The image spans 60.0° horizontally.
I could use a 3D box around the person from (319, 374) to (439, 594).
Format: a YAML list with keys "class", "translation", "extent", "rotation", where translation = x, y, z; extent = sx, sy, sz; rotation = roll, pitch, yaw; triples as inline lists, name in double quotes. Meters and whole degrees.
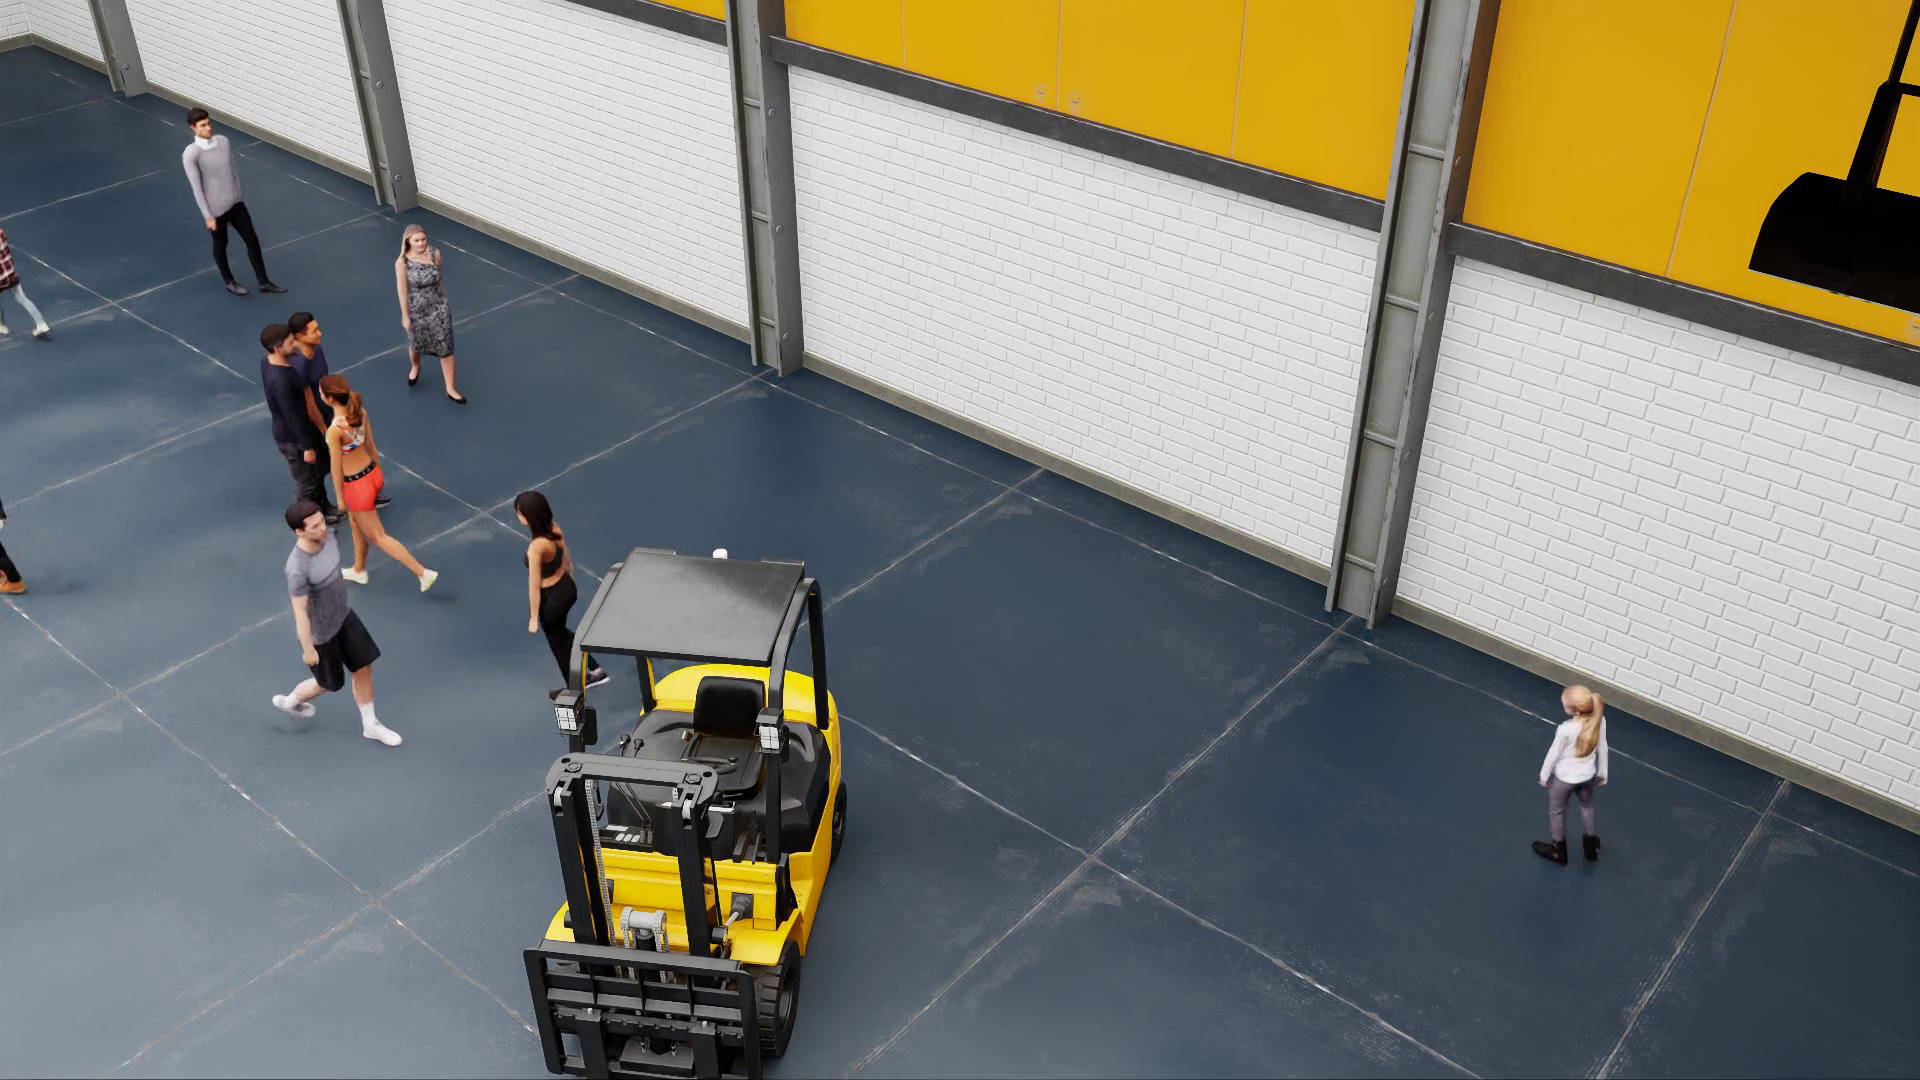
- class: "person"
  translation: [-4.199, -0.348, 11.883]
  extent: [1.198, 1.758, 0.886]
  rotation: [9, 35, 13]

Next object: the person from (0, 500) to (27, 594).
- class: "person"
  translation: [-7.029, -0.142, 12.066]
  extent: [0.736, 1.212, 0.664]
  rotation: [3, 34, 5]

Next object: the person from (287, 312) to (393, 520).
- class: "person"
  translation: [-5.000, -0.920, 12.729]
  extent: [0.937, 1.773, 0.861]
  rotation: [4, 34, 5]

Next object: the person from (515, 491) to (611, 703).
- class: "person"
  translation: [-2.558, 0.410, 10.859]
  extent: [0.815, 1.628, 0.759]
  rotation: [4, 34, 7]

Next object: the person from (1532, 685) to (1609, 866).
- class: "person"
  translation: [3.628, 1.396, 9.715]
  extent: [0.712, 1.253, 0.729]
  rotation: [-1, 34, -1]

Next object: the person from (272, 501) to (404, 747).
- class: "person"
  translation: [-4.084, 0.530, 10.499]
  extent: [1.200, 1.827, 0.962]
  rotation: [8, 35, 12]

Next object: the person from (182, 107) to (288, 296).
- class: "person"
  translation: [-7.233, -3.267, 16.149]
  extent: [1.029, 1.896, 0.857]
  rotation: [18, 38, 25]

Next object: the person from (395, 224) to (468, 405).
- class: "person"
  translation: [-4.669, -2.001, 14.459]
  extent: [0.743, 1.659, 1.045]
  rotation: [-20, 39, -28]

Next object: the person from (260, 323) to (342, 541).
- class: "person"
  translation: [-5.053, -0.746, 12.395]
  extent: [0.821, 1.854, 0.700]
  rotation: [-18, 38, -25]

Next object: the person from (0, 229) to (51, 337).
- class: "person"
  translation: [-8.889, -2.475, 15.510]
  extent: [0.957, 1.286, 0.675]
  rotation: [15, 36, 21]
